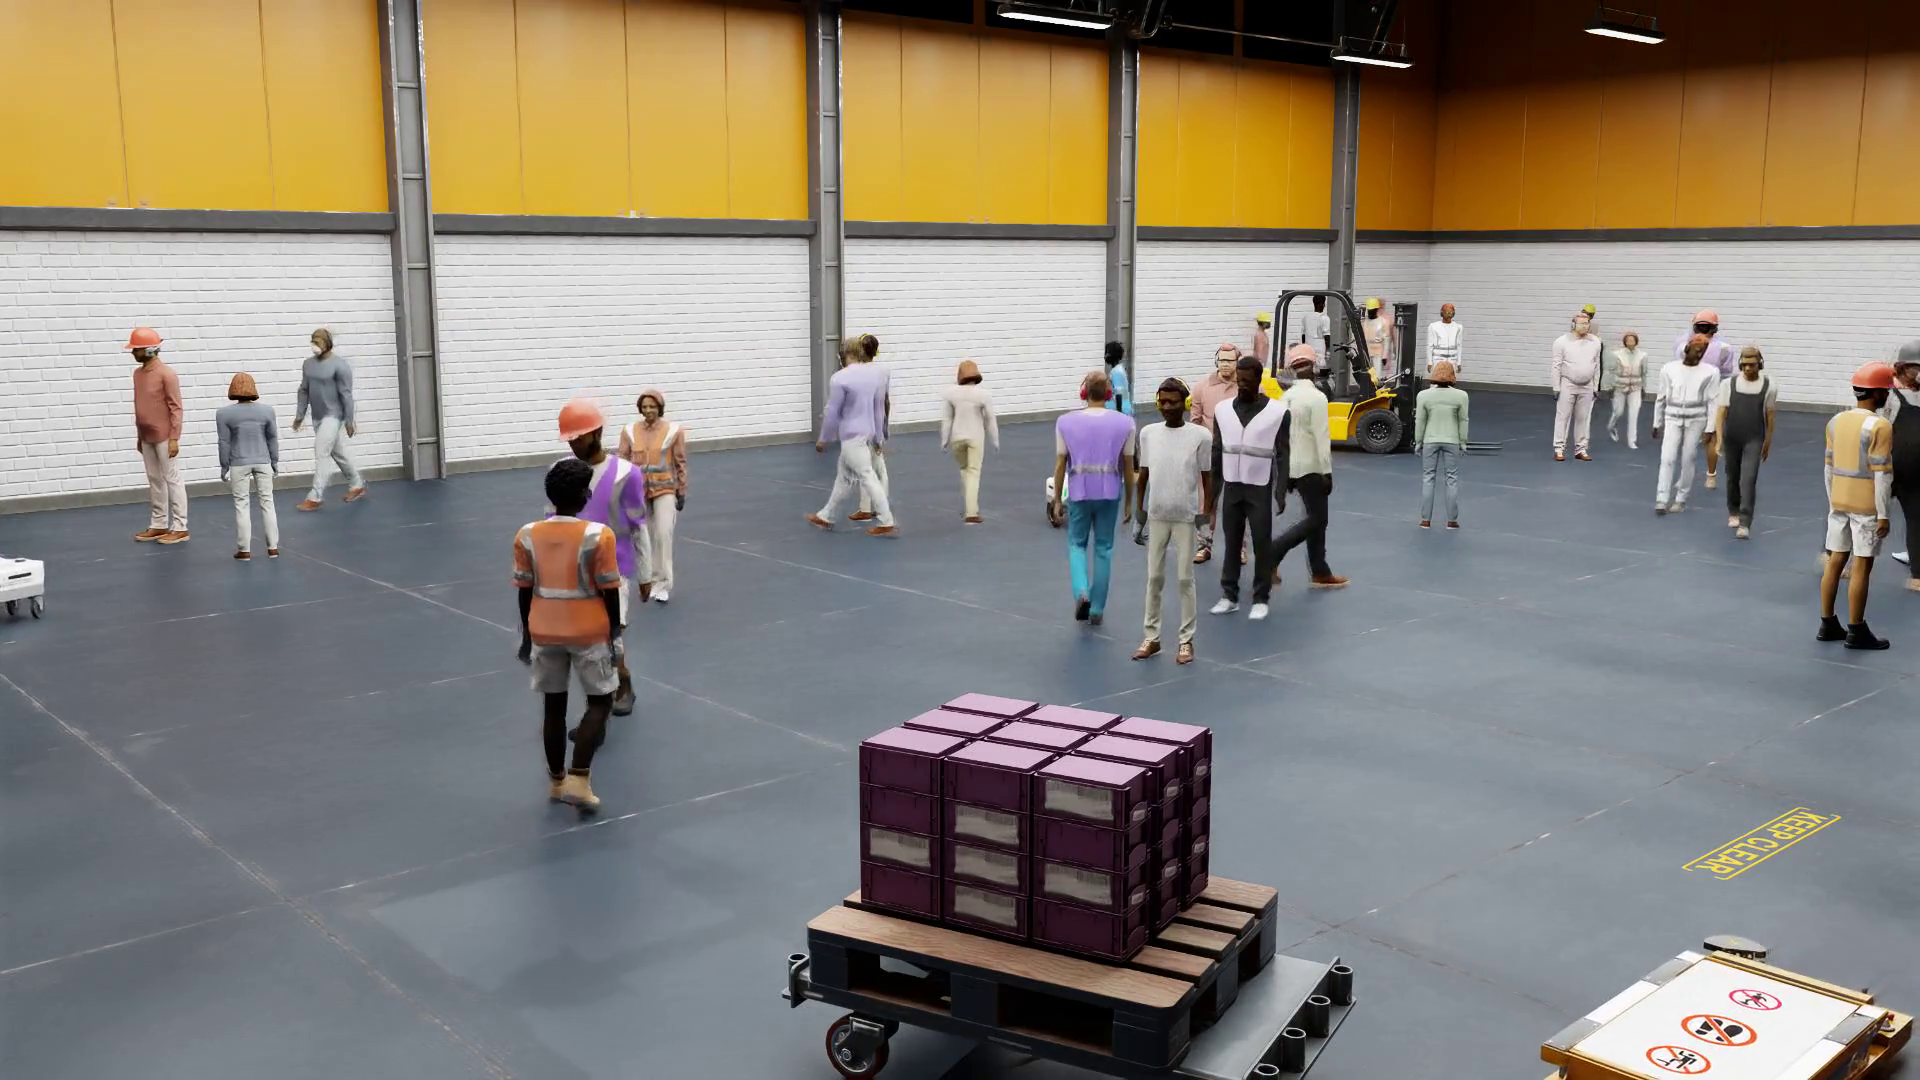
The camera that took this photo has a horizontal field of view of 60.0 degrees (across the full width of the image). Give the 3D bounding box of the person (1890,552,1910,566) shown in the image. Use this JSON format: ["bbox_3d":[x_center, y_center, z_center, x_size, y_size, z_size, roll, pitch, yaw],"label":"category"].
[{"bbox_3d":[8.318,-0.672,13.935,0.969,1.879,0.604,1,10,6],"label":"person"}]

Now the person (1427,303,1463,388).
[{"bbox_3d":[7.776,-2.852,26.701,0.576,1.883,0.355,-1,10,-5],"label":"person"}]

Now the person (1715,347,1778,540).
[{"bbox_3d":[7.473,-0.946,15.832,0.498,1.801,0.972,6,11,32],"label":"person"}]

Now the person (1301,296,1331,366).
[{"bbox_3d":[6.347,-3.388,29.591,0.361,1.964,0.613,-8,12,-39],"label":"person"}]

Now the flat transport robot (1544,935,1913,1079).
[{"bbox_3d":[2.424,1.612,5.270,1.431,0.197,0.652,-9,13,-42],"label":"flat transport robot"}]

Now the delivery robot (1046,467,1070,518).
[{"bbox_3d":[1.090,-0.480,16.419,0.477,0.478,0.707,-2,10,-12],"label":"delivery robot"}]

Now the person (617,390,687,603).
[{"bbox_3d":[-2.380,-0.321,12.677,0.523,1.616,0.687,1,10,7],"label":"person"}]

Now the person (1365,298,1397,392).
[{"bbox_3d":[7.621,-3.449,30.208,0.661,1.884,0.621,4,10,21],"label":"person"}]

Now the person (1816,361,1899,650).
[{"bbox_3d":[6.072,-0.234,11.214,0.358,1.938,0.542,-2,10,-13],"label":"person"}]

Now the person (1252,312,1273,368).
[{"bbox_3d":[4.988,-2.921,27.592,0.927,1.713,0.542,4,11,24],"label":"person"}]

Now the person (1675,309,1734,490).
[{"bbox_3d":[8.364,-1.578,18.780,0.613,2.039,0.389,2,10,12],"label":"person"}]

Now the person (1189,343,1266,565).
[{"bbox_3d":[2.273,-0.731,14.220,0.652,1.904,0.402,2,10,14],"label":"person"}]

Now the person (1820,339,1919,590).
[{"bbox_3d":[7.426,-0.638,13.273,0.684,2.000,0.992,-3,10,-14],"label":"person"}]

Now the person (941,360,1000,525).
[{"bbox_3d":[0.121,-0.979,16.513,0.566,1.604,0.653,4,10,21],"label":"person"}]

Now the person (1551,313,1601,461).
[{"bbox_3d":[7.950,-1.969,21.448,0.643,1.913,0.410,-1,10,-5],"label":"person"}]

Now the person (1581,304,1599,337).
[{"bbox_3d":[11.432,-3.424,30.391,0.328,1.767,0.532,-7,12,-34],"label":"person"}]

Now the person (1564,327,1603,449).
[{"bbox_3d":[8.441,-2.156,22.769,0.638,1.841,0.429,4,10,22],"label":"person"}]

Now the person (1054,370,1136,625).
[{"bbox_3d":[0.959,-0.293,11.855,0.569,1.830,0.441,1,10,4],"label":"person"}]

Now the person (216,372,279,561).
[{"bbox_3d":[-6.176,-0.637,14.458,0.498,1.633,0.285,-7,12,-35],"label":"person"}]

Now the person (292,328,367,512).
[{"bbox_3d":[-6.647,-1.286,17.514,0.631,1.897,1.012,6,11,32],"label":"person"}]

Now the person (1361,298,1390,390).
[{"bbox_3d":[7.178,-3.229,28.825,0.467,1.914,0.593,-7,12,-35],"label":"person"}]

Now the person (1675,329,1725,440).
[{"bbox_3d":[10.255,-2.239,23.141,0.663,1.881,0.615,1,10,5],"label":"person"}]

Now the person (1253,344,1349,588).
[{"bbox_3d":[2.716,-0.560,13.087,0.742,1.946,0.644,-2,10,-12],"label":"person"}]

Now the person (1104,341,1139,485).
[{"bbox_3d":[1.704,-1.455,19.158,0.846,1.652,0.556,2,10,10],"label":"person"}]

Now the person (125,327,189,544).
[{"bbox_3d":[-7.386,-0.958,15.291,0.612,1.991,0.391,6,11,32],"label":"person"}]

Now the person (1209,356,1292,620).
[{"bbox_3d":[2.111,-0.385,12.161,0.597,1.915,0.373,6,11,30],"label":"person"}]

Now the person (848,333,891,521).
[{"bbox_3d":[-0.919,-1.116,16.606,0.514,1.861,0.328,-9,13,-42],"label":"person"}]

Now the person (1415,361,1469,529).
[{"bbox_3d":[4.651,-0.915,16.084,0.498,1.634,0.278,3,10,17],"label":"person"}]

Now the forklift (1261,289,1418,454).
[{"bbox_3d":[5.034,-2.339,22.783,2.313,2.155,1.214,3,10,16],"label":"forklift"}]

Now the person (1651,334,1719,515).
[{"bbox_3d":[7.317,-1.150,16.858,0.618,1.840,0.910,6,11,30],"label":"person"}]

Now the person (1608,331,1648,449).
[{"bbox_3d":[9.223,-2.088,23.023,0.529,1.620,0.629,2,10,9],"label":"person"}]

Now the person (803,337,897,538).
[{"bbox_3d":[-1.020,-0.961,15.672,1.057,1.871,0.630,5,11,26],"label":"person"}]

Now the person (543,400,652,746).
[{"bbox_3d":[-1.999,0.154,9.211,0.546,1.875,1.033,2,10,10],"label":"person"}]

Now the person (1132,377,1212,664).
[{"bbox_3d":[1.378,-0.123,10.794,0.534,1.858,0.309,4,11,23],"label":"person"}]

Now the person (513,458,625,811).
[{"bbox_3d":[-1.874,0.456,7.906,0.582,1.688,0.470,2,10,14],"label":"person"}]

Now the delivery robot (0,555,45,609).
[{"bbox_3d":[-6.941,0.294,11.888,0.477,0.478,0.707,4,11,24],"label":"delivery robot"}]
